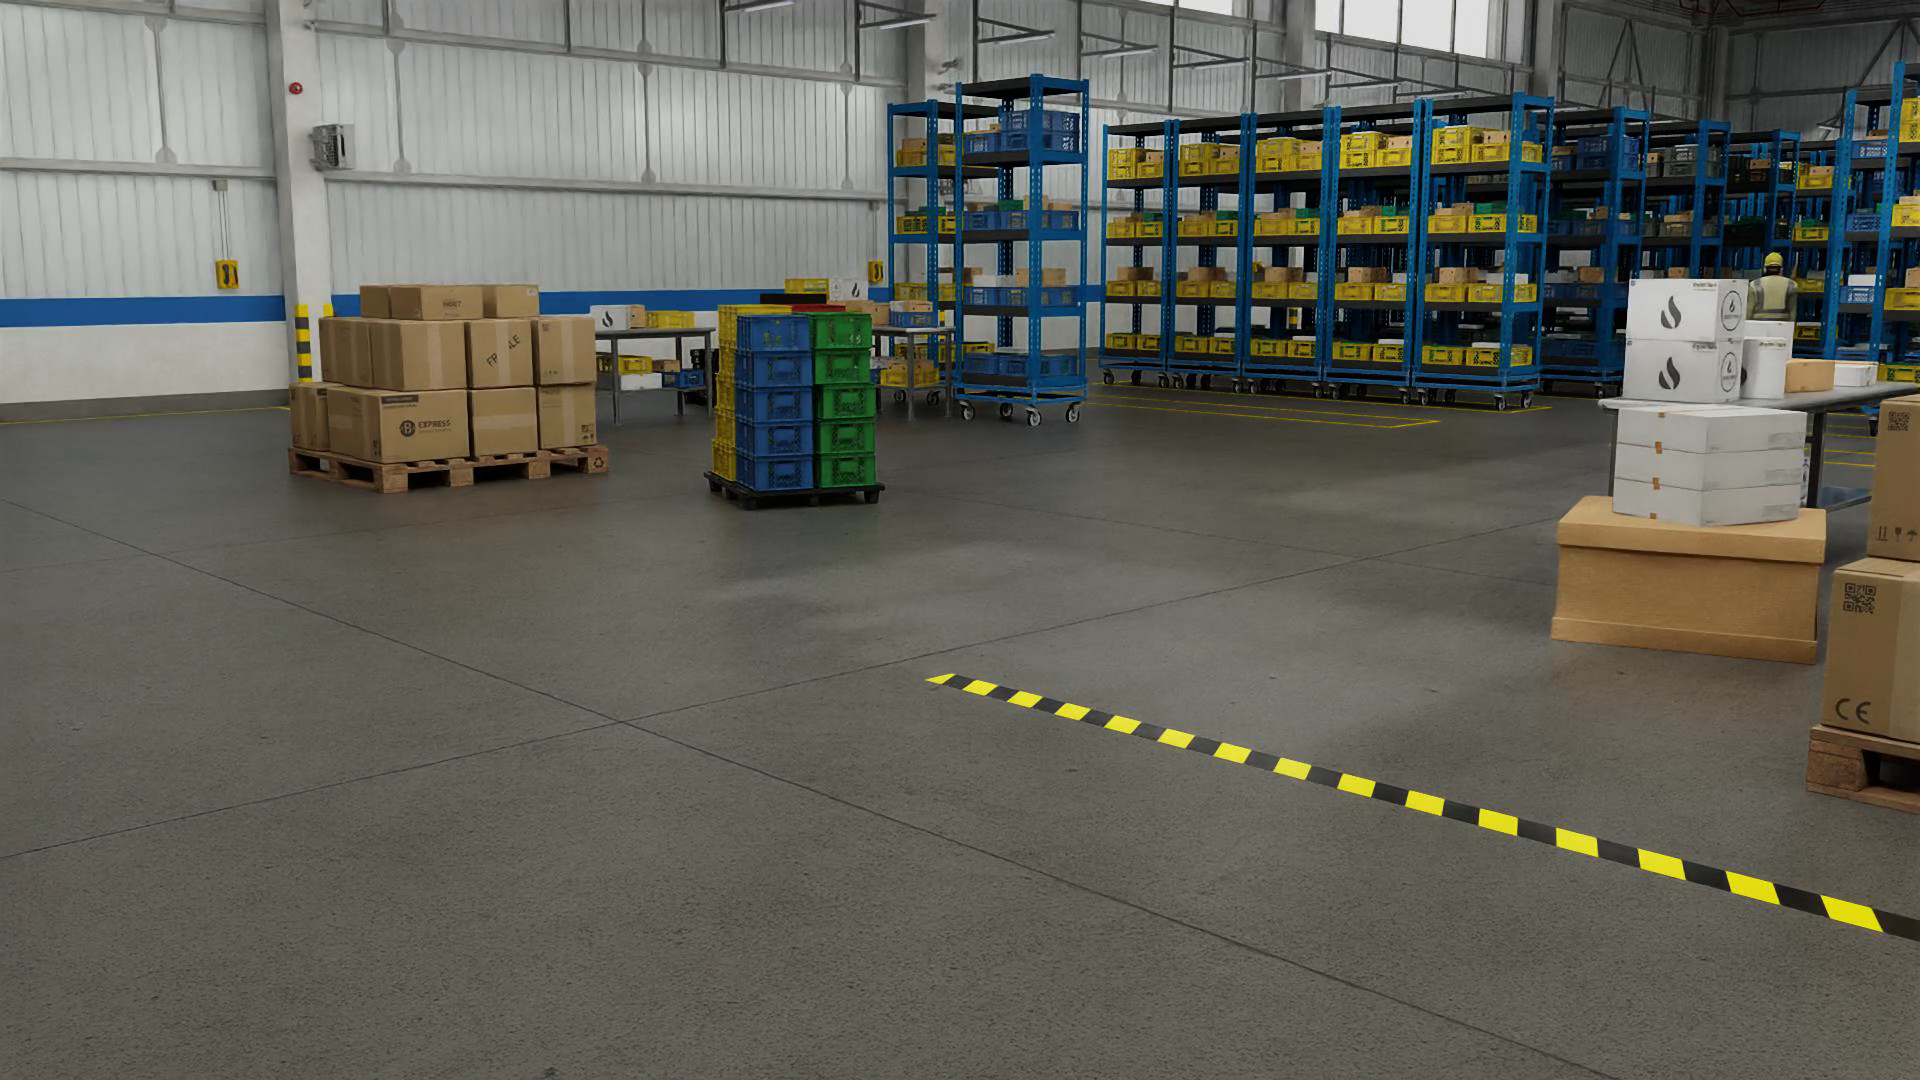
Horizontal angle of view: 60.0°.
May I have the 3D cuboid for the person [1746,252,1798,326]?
[{"bbox_3d":[9.928,-2.605,20.425,0.601,1.830,0.404,1,10,9],"label":"person"}]
